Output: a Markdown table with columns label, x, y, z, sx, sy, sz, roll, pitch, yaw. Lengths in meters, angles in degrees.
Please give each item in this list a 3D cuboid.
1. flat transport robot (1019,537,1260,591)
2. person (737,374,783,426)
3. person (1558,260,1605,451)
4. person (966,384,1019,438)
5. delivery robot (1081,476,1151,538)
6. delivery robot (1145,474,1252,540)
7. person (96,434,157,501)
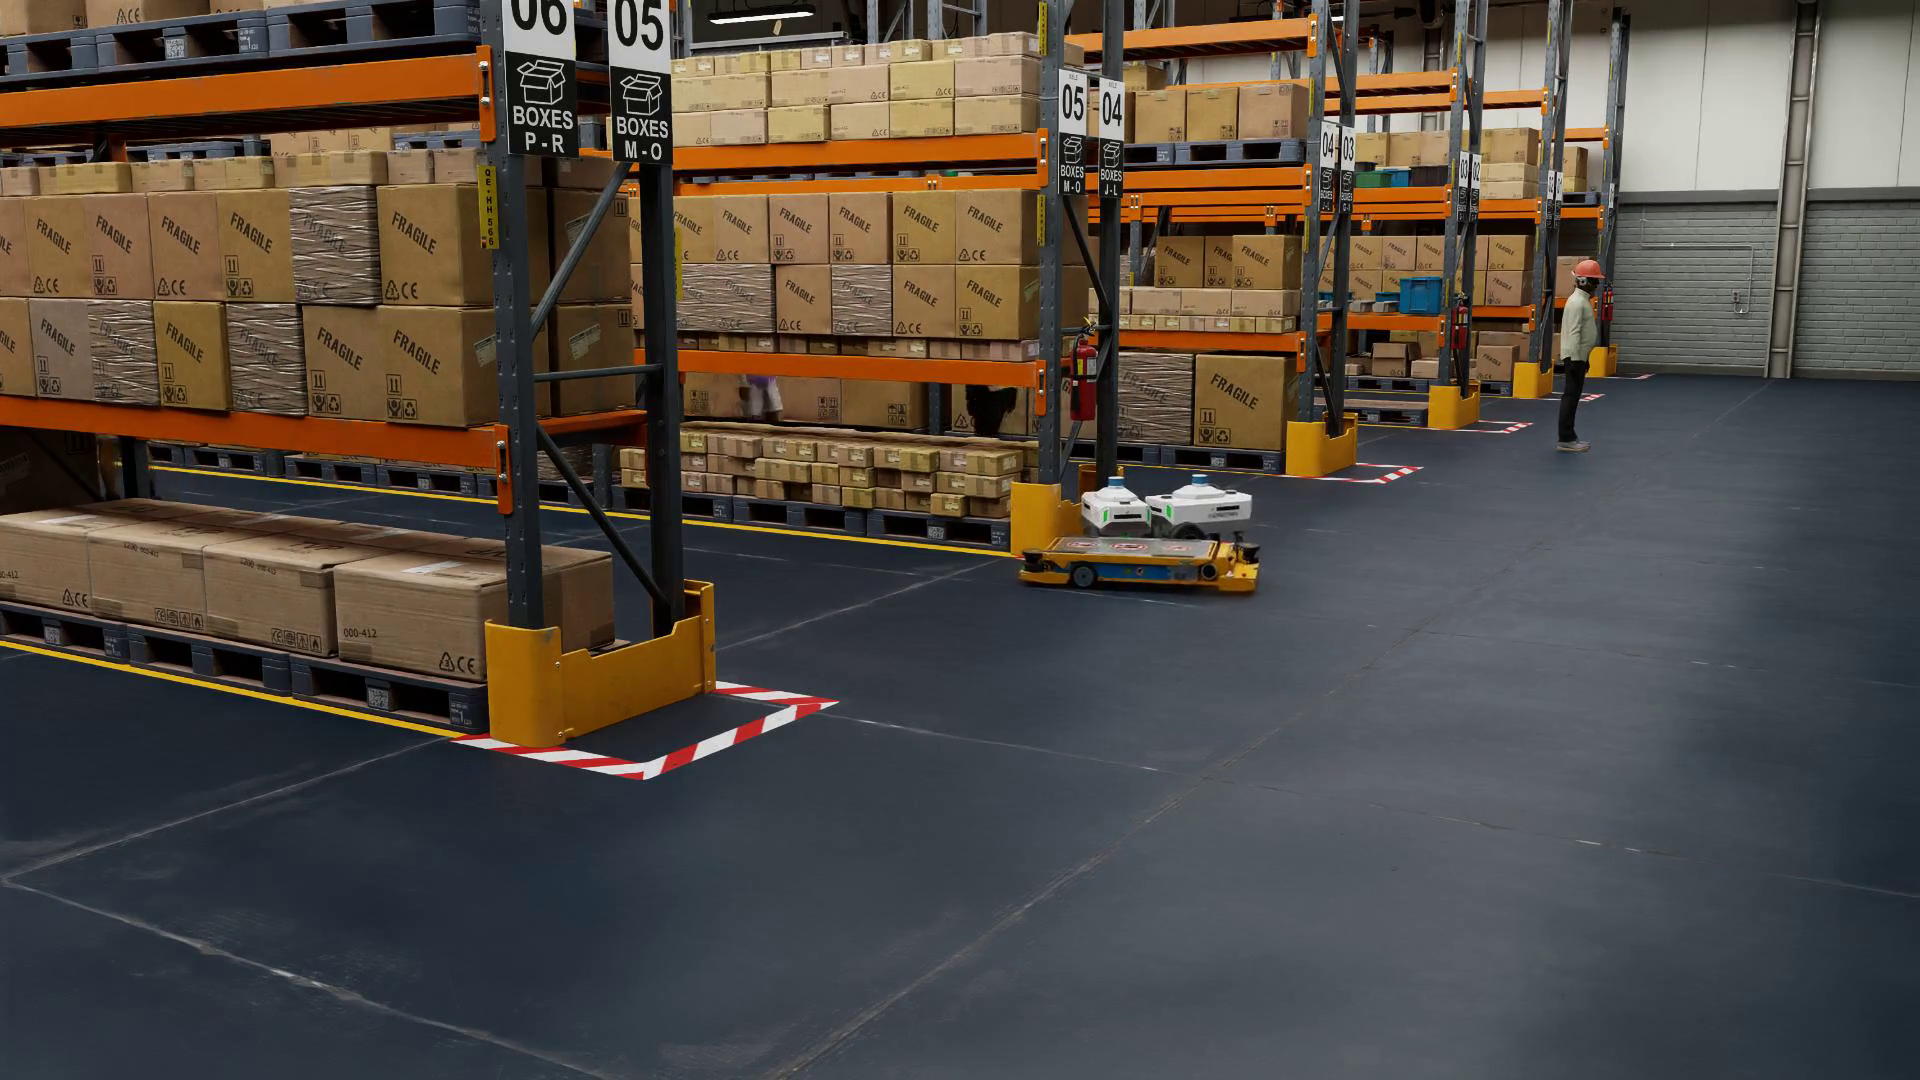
| label | x | y | z | sx | sy | sz | roll | pitch | yaw |
| --- | --- | --- | --- | --- | --- | --- | --- | --- | --- |
| flat transport robot | 1.132 | 0.135 | 10.367 | 1.431 | 0.197 | 0.652 | 2 | 10 | 12 |
| person | -1.865 | -1.466 | 14.966 | 0.691 | 1.919 | 0.544 | 7 | 12 | 37 |
| person | 6.478 | -1.920 | 17.382 | 0.402 | 1.988 | 0.611 | 5 | 11 | 25 |
| person | 0.332 | -1.219 | 13.597 | 0.749 | 1.890 | 0.605 | 8 | 13 | 41 |
| delivery robot | 1.036 | -0.181 | 11.115 | 0.477 | 0.478 | 0.707 | -1 | 10 | -8 |
| delivery robot | 1.613 | -0.200 | 11.223 | 0.707 | 0.478 | 0.477 | -4 | 11 | -25 |
| person | -6.530 | -1.114 | 12.863 | 0.638 | 1.922 | 0.567 | 9 | 13 | 44 |
